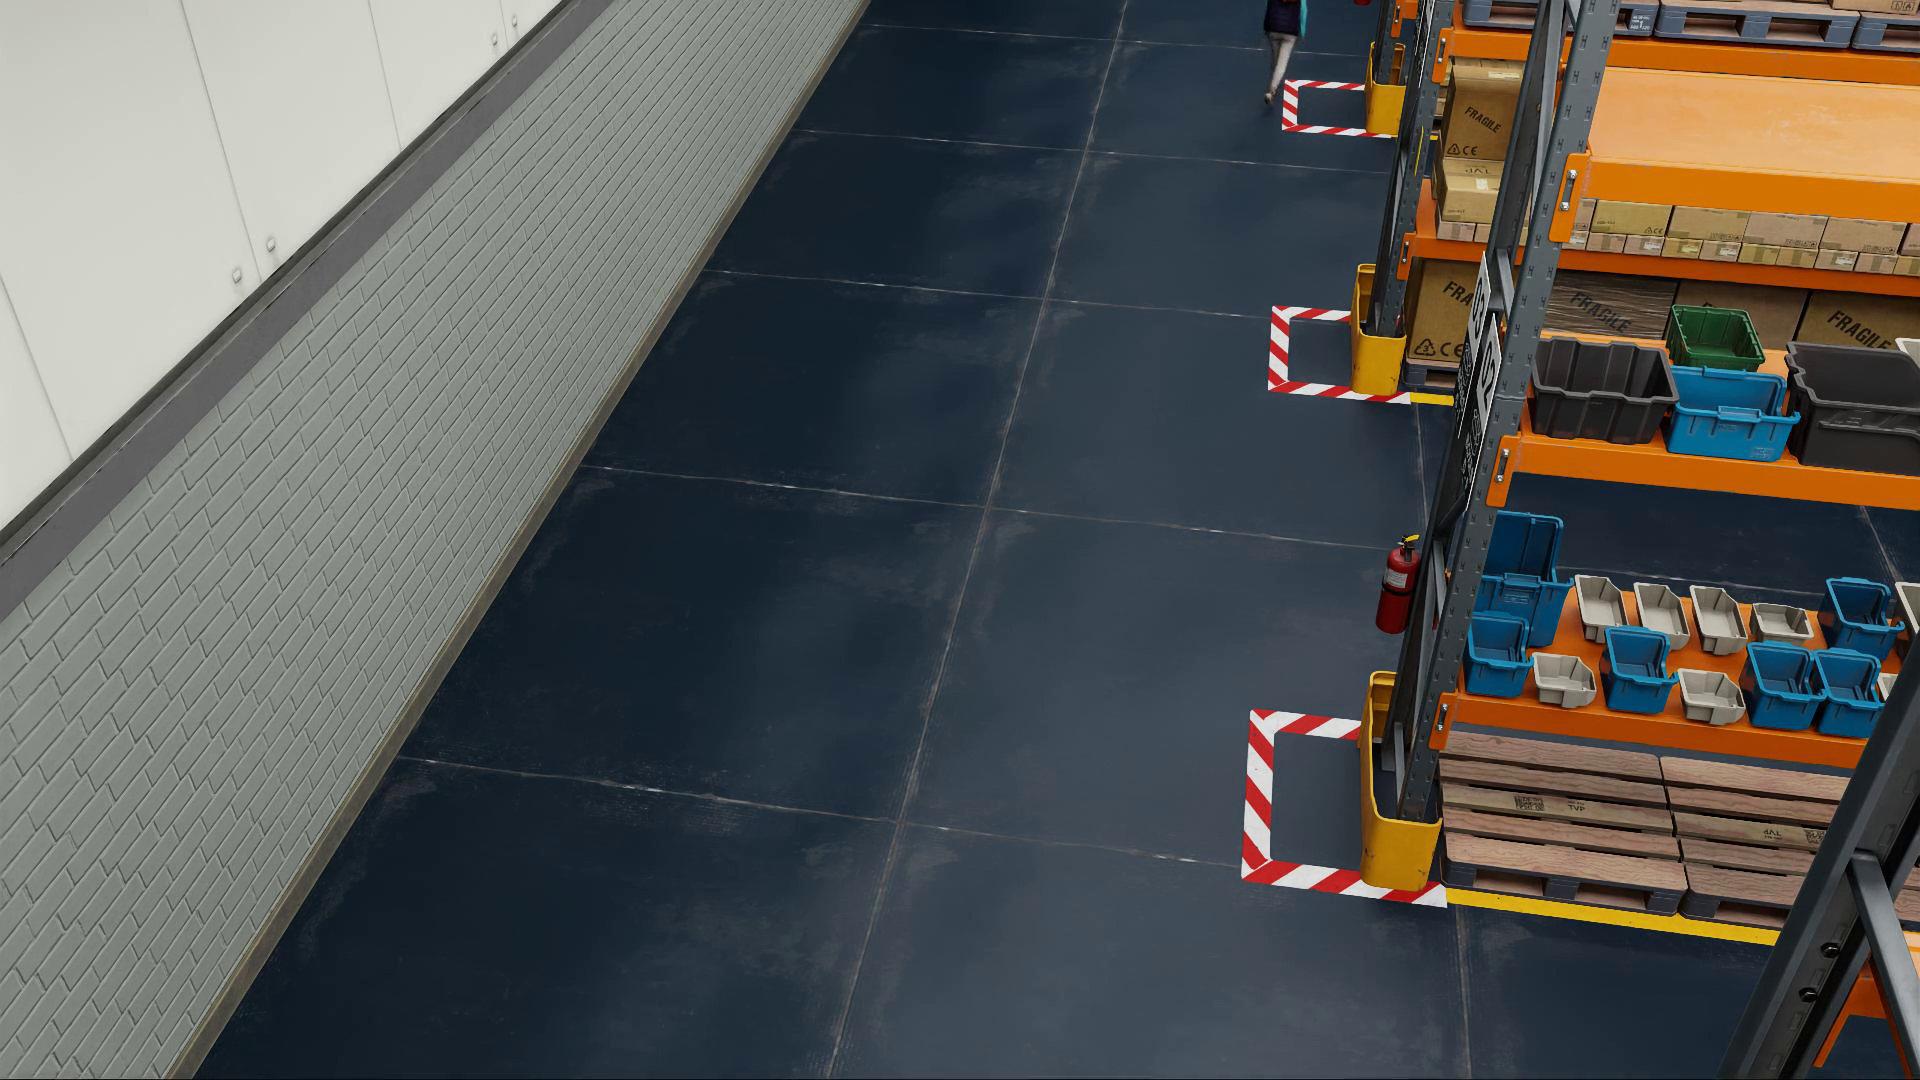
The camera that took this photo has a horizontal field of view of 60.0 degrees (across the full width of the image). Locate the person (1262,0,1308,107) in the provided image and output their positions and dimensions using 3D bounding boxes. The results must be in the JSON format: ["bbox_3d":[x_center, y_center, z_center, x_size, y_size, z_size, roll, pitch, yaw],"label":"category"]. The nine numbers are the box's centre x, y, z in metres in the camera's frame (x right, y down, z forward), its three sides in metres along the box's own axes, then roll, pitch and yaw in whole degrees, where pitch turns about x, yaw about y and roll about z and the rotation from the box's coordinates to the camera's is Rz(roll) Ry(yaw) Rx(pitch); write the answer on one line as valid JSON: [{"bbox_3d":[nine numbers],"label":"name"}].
[{"bbox_3d":[3.234,-5.108,16.744,0.956,1.469,0.797,15,40,19],"label":"person"}]
